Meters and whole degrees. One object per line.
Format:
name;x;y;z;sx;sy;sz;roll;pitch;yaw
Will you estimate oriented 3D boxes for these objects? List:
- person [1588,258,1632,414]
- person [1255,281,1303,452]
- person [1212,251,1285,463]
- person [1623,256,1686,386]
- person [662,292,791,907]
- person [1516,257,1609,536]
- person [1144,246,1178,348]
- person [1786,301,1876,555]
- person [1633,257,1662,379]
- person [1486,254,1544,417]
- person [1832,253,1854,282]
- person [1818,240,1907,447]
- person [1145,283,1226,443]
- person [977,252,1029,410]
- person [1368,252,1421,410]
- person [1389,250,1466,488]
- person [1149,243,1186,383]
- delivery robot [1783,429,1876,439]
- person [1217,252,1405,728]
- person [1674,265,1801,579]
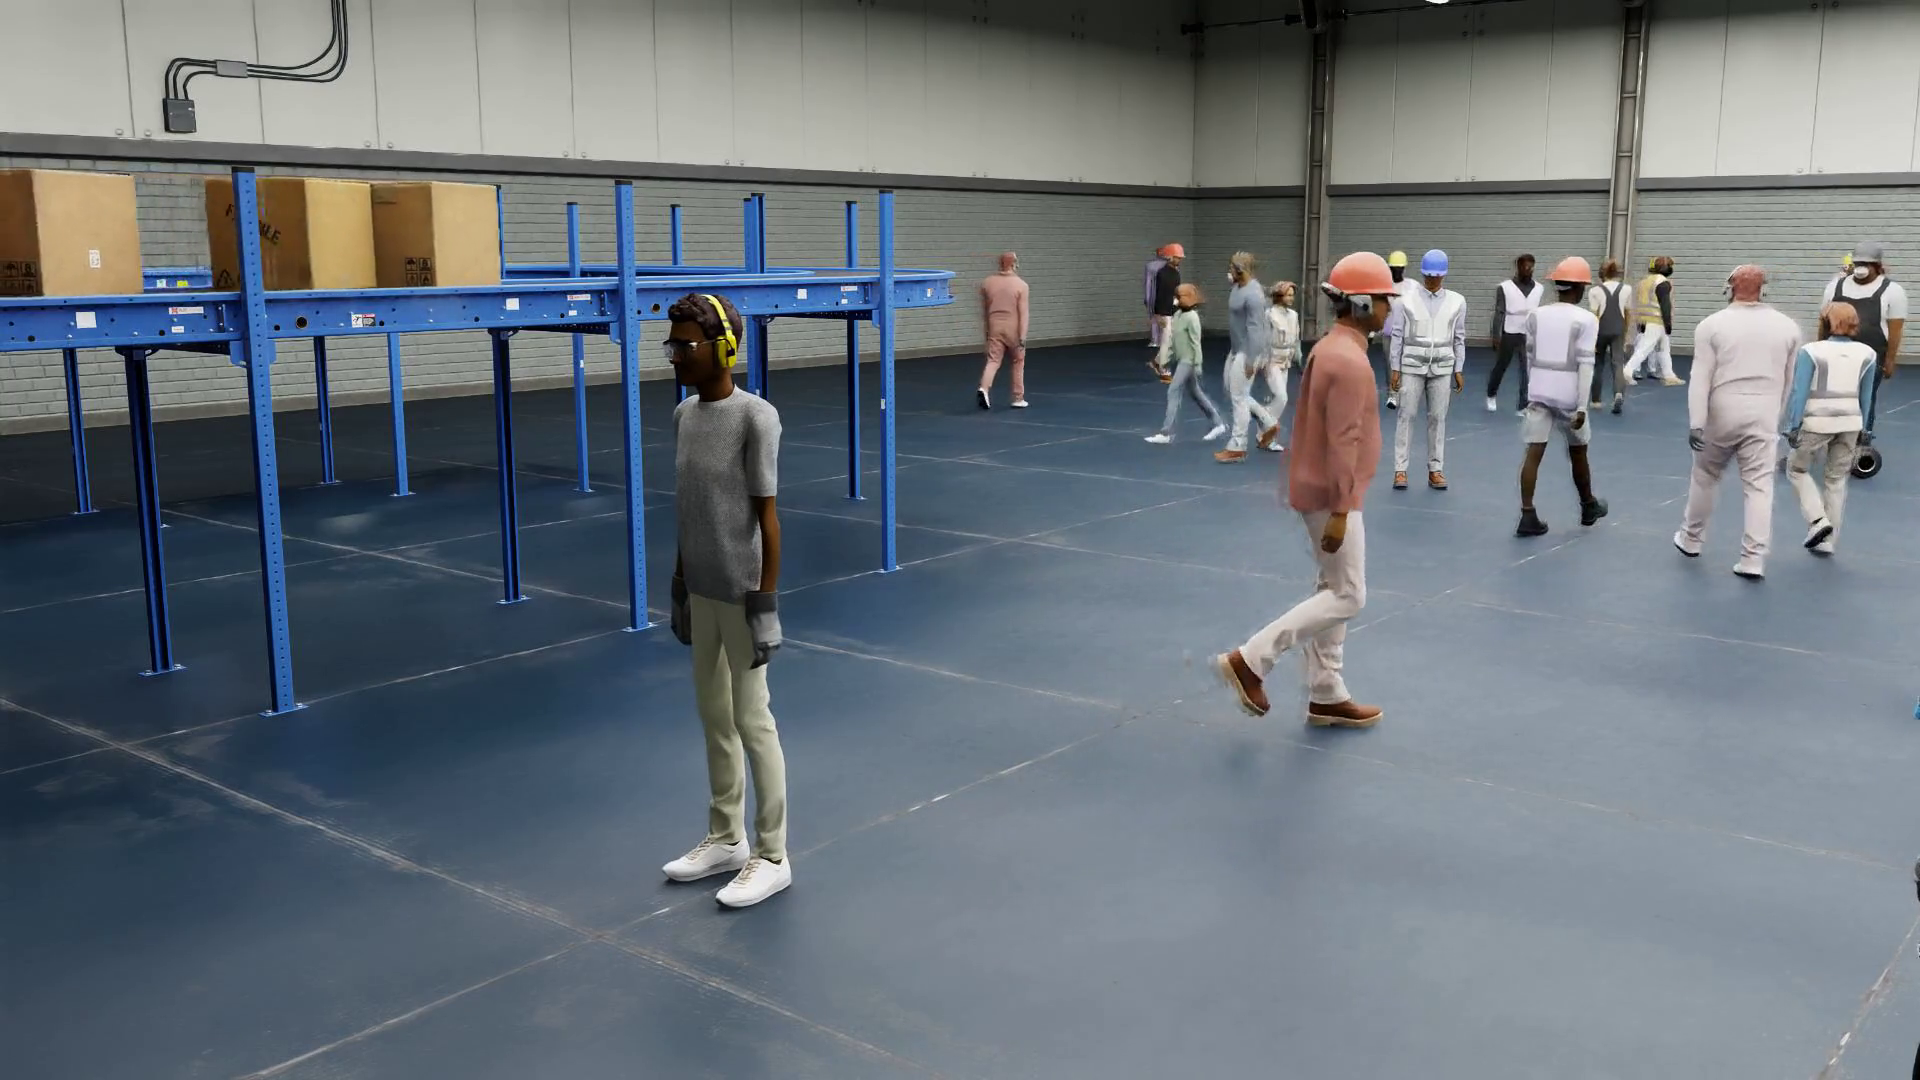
person;7.652;-2.404;19.581;0.523;1.811;0.914;1;10;8
person;3.028;-1.645;15.865;0.408;1.622;0.528;9;14;41
person;2.653;-1.691;15.304;0.647;1.918;0.668;-1;10;-7
person;9.654;-3.043;23.150;0.952;1.803;0.644;1;10;6
person;-0.728;0.178;5.120;0.319;1.864;0.516;-10;14;-43
person;4.212;-1.001;11.558;0.949;1.895;0.549;-10;14;-43
person;3.766;-4.578;31.336;0.644;1.907;0.400;-2;10;-10
person;5.566;-0.710;10.663;0.538;1.624;0.381;0;10;0
person;10.124;-3.238;24.303;0.526;1.768;0.331;-2;10;-11
person;6.481;-2.414;19.471;0.605;1.874;0.994;-2;10;-10
person;13.748;-3.498;25.632;0.597;1.810;0.679;-8;13;-37
person;8.050;-1.667;14.952;0.538;2.000;0.705;-10;14;-44
person;2.308;-1.778;16.689;0.868;1.591;0.502;-1;10;-8
person;0.530;-2.492;19.845;0.640;1.881;0.860;5;11;25
person;5.239;-2.530;20.069;0.607;1.871;1.017;4;11;20
person;3.816;-1.391;13.588;0.604;1.938;0.402;1;10;4
person;2.956;-3.229;23.674;0.514;1.971;0.612;8;13;36
delivery robot;7.545;-1.005;14.424;0.698;0.223;0.335;1;10;7
person;1.456;-0.181;6.801;0.653;1.978;0.631;0;10;0
person;4.747;-0.743;10.225;0.653;1.853;0.986;1;10;4
